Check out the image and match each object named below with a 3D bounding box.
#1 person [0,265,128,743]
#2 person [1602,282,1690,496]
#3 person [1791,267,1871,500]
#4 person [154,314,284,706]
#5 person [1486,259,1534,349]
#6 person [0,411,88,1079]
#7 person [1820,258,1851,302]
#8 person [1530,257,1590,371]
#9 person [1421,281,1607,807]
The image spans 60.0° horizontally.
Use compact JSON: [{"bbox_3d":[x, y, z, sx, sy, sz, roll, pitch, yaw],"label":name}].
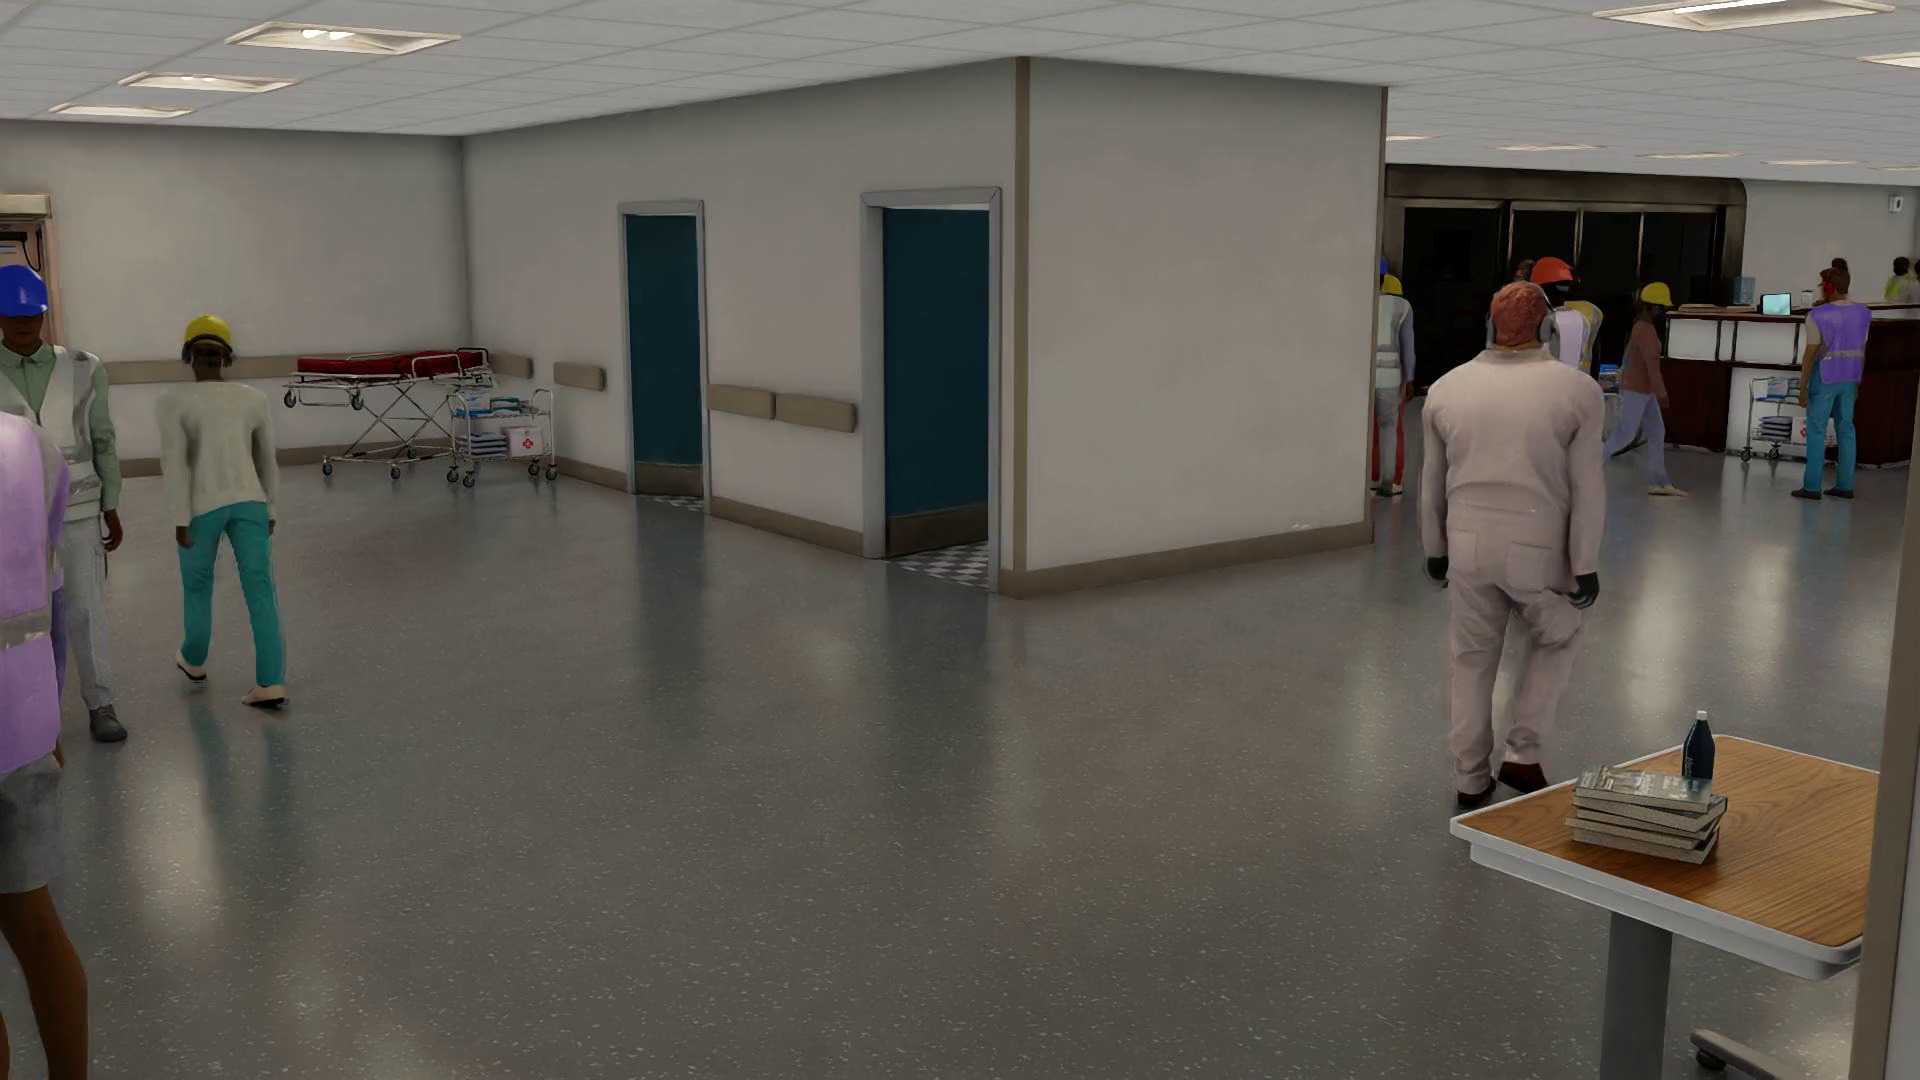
[{"bbox_3d":[-3.663,-0.115,6.628,0.602,1.940,0.406,-8,13,-37],"label":"person"},{"bbox_3d":[5.399,-1.194,13.287,0.848,1.724,0.526,4,11,22],"label":"person"},{"bbox_3d":[6.897,-1.225,13.136,0.566,1.836,0.382,-2,10,-11],"label":"person"},{"bbox_3d":[-3.286,-0.140,7.399,0.531,1.697,0.961,-10,14,-43],"label":"person"},{"bbox_3d":[5.448,-1.790,16.208,0.659,1.869,0.385,6,12,29],"label":"person"},{"bbox_3d":[-2.065,0.415,3.400,0.411,2.032,0.611,1,10,7],"label":"person"},{"bbox_3d":[13.162,-3.332,25.032,0.723,1.809,0.434,-10,14,-44],"label":"person"},{"bbox_3d":[3.796,-0.855,10.775,0.543,1.934,0.362,-8,13,-37],"label":"person"},{"bbox_3d":[1.972,0.028,5.951,0.670,1.887,0.452,7,12,36],"label":"person"}]
